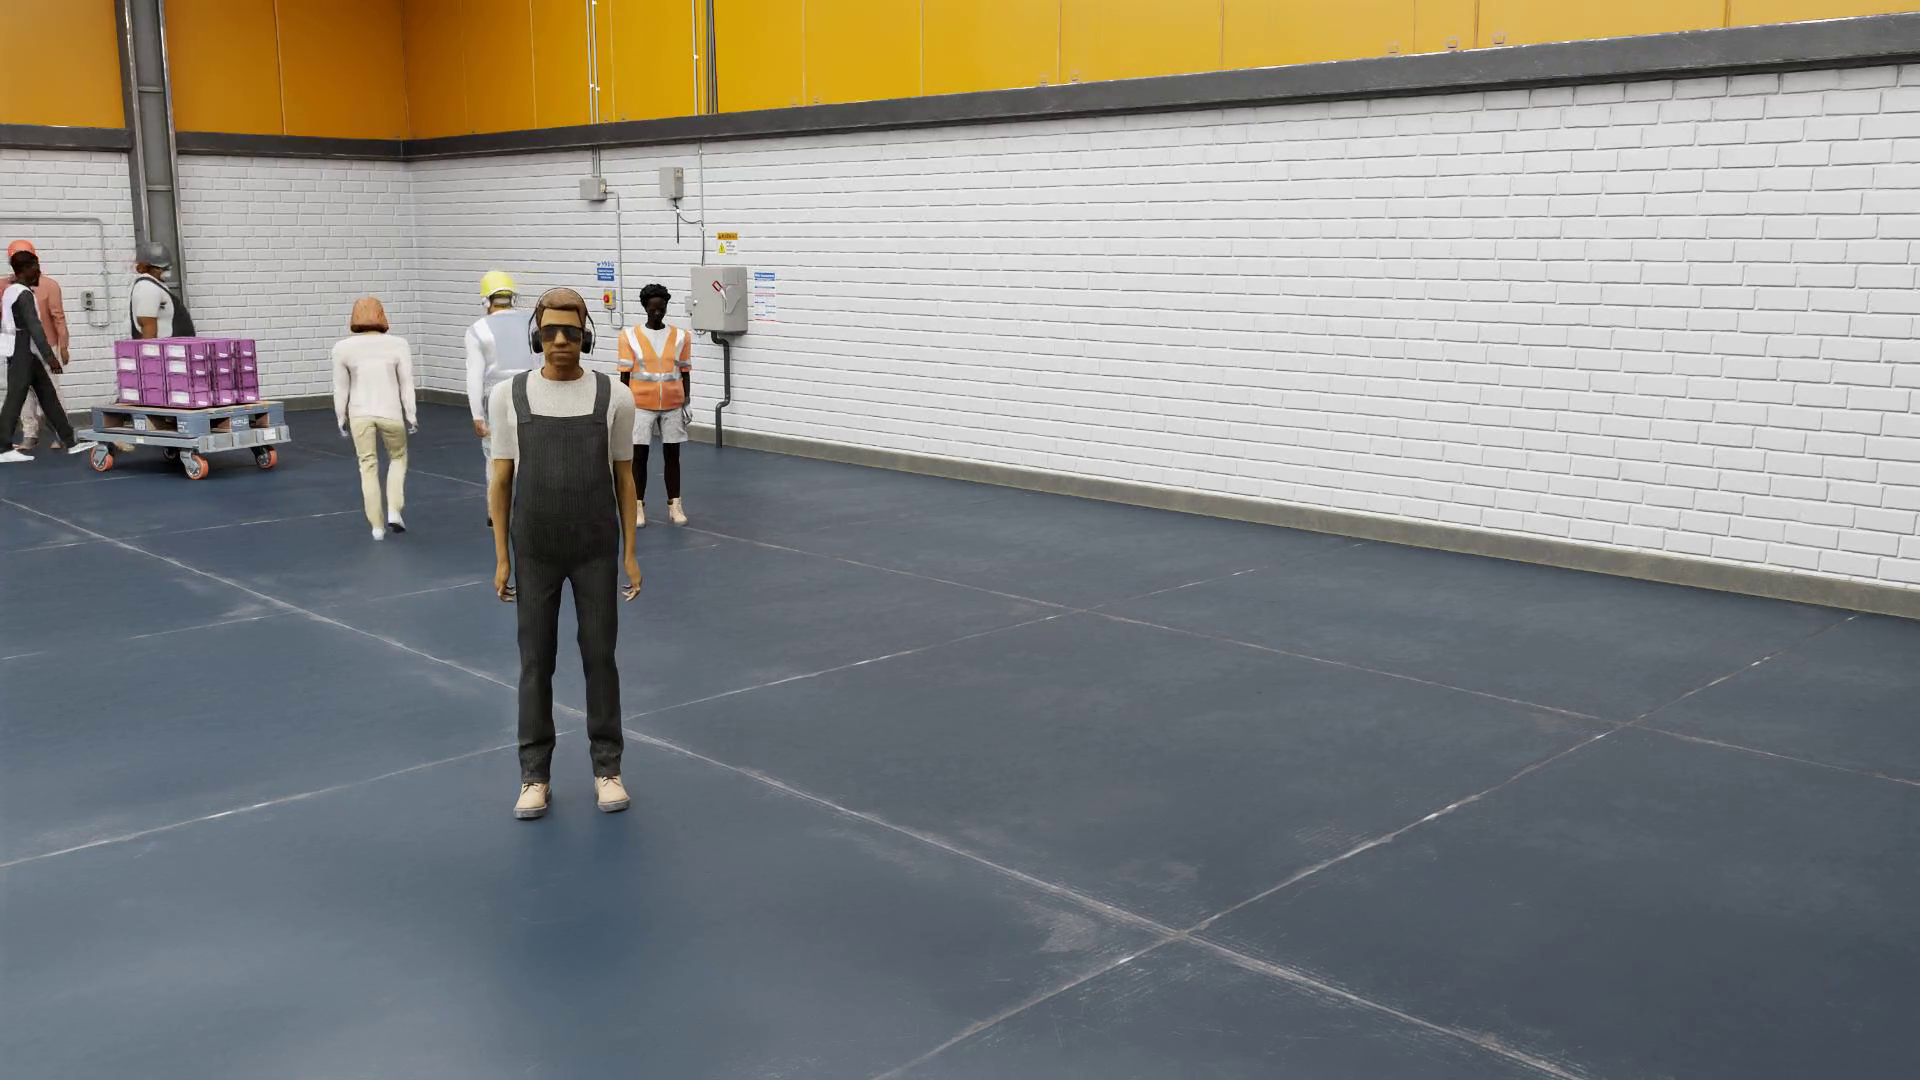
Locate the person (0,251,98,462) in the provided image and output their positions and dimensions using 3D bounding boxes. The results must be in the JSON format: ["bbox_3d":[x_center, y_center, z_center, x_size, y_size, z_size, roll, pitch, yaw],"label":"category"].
[{"bbox_3d":[-8.313,-1.655,15.021,0.965,1.877,0.602,-7,12,-32],"label":"person"}]

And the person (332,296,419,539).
[{"bbox_3d":[-3.903,-0.818,11.130,0.531,1.615,0.387,-3,11,-14],"label":"person"}]

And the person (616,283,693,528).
[{"bbox_3d":[-2.112,-0.932,11.569,0.534,1.696,0.318,-4,11,-22],"label":"person"}]

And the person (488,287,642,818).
[{"bbox_3d":[-1.371,0.049,5.810,0.504,1.847,0.345,-3,11,-14],"label":"person"}]

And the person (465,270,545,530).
[{"bbox_3d":[-2.994,-0.910,11.182,0.593,1.800,0.827,-7,12,-32],"label":"person"}]

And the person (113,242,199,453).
[{"bbox_3d":[-7.504,-1.811,15.421,1.015,2.000,0.701,-6,12,-28],"label":"person"}]

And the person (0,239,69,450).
[{"bbox_3d":[-8.795,-1.830,15.684,0.697,1.981,0.424,0,10,-1],"label":"person"}]
